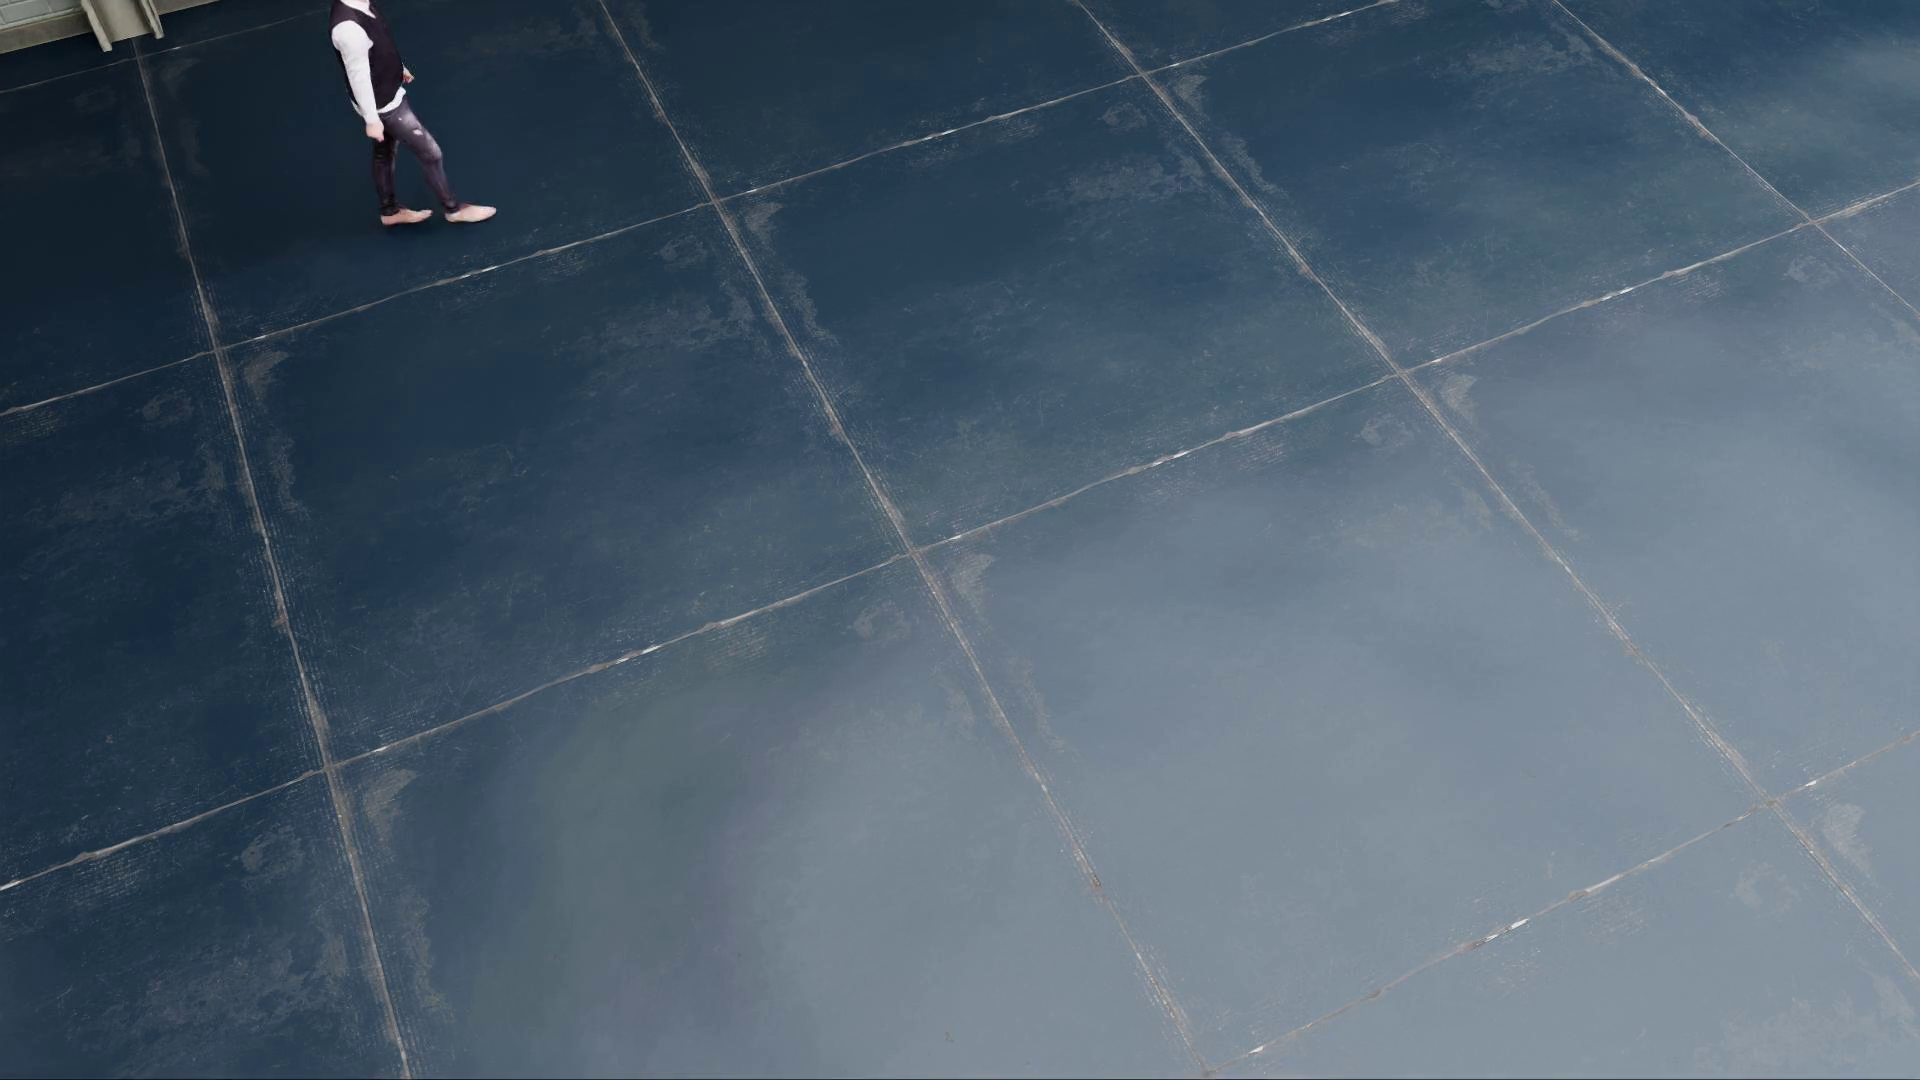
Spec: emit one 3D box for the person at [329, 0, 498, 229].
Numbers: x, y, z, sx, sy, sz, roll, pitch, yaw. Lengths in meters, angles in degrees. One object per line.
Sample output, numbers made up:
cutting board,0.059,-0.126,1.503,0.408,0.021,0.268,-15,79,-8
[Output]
person,-3.349,-2.471,9.390,0.977,1.802,0.816,-11,53,-9
